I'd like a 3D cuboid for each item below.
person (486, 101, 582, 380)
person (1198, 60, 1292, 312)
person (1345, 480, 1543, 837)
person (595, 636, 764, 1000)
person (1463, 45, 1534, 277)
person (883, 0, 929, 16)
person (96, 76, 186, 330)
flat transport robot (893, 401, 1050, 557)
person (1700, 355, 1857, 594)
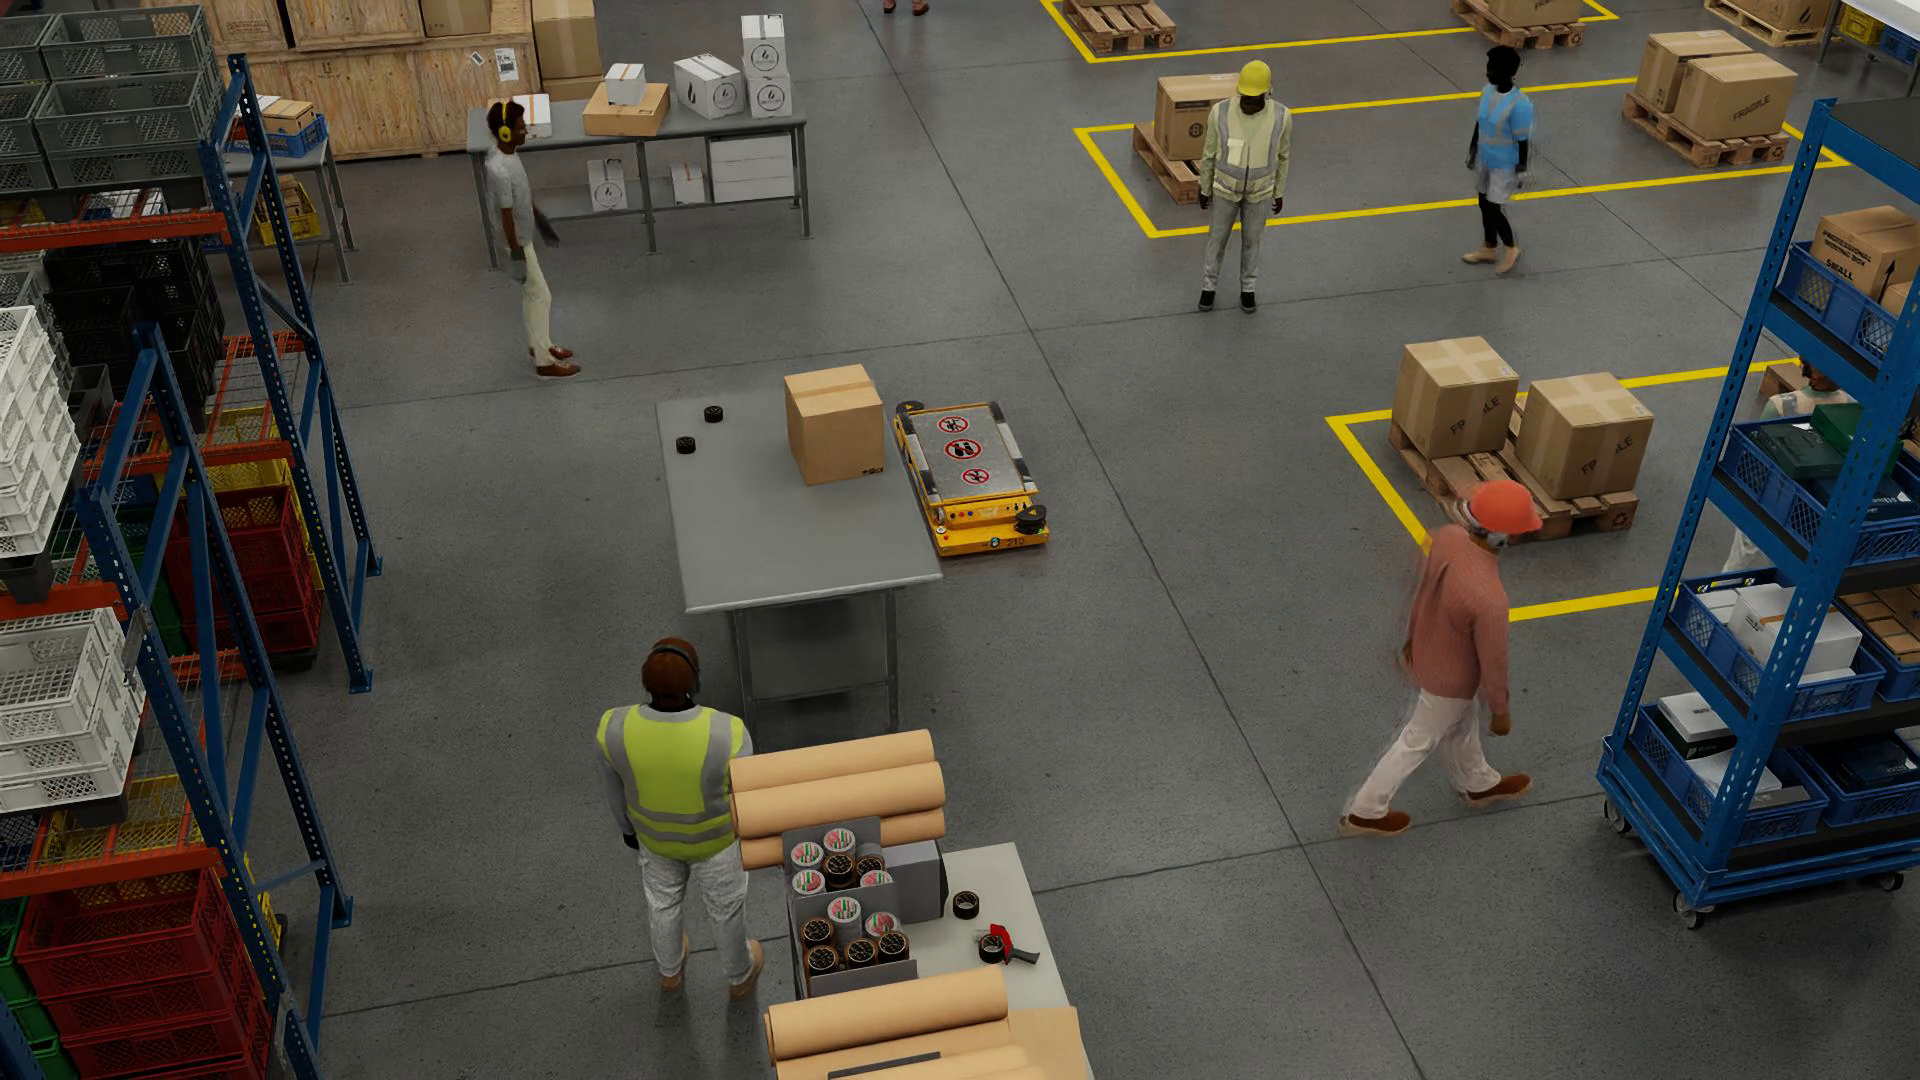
[{"bbox_3d":[-2.815,-1.966,10.855,0.409,1.862,0.539,-7,37,-10],"label":"person"},{"bbox_3d":[1.956,-2.436,11.507,0.598,1.828,0.403,4,37,5],"label":"person"},{"bbox_3d":[2.256,0.565,7.387,0.947,1.945,0.622,-2,37,-2],"label":"person"},{"bbox_3d":[-1.081,1.143,6.697,0.629,1.835,0.429,4,37,5],"label":"person"},{"bbox_3d":[3.902,-2.755,12.068,0.408,1.666,0.565,-10,38,-13],"label":"person"},{"bbox_3d":[-0.548,-6.188,16.498,0.656,1.900,0.394,9,38,11],"label":"person"},{"bbox_3d":[-5.558,-2.230,11.187,0.356,1.883,0.572,-6,37,-8],"label":"person"},{"bbox_3d":[0.046,-0.430,10.108,0.652,0.197,1.431,-8,37,-10],"label":"flat transport robot"},{"bbox_3d":[4.364,-0.314,8.822,0.508,1.631,0.310,-6,37,-8],"label":"person"}]
